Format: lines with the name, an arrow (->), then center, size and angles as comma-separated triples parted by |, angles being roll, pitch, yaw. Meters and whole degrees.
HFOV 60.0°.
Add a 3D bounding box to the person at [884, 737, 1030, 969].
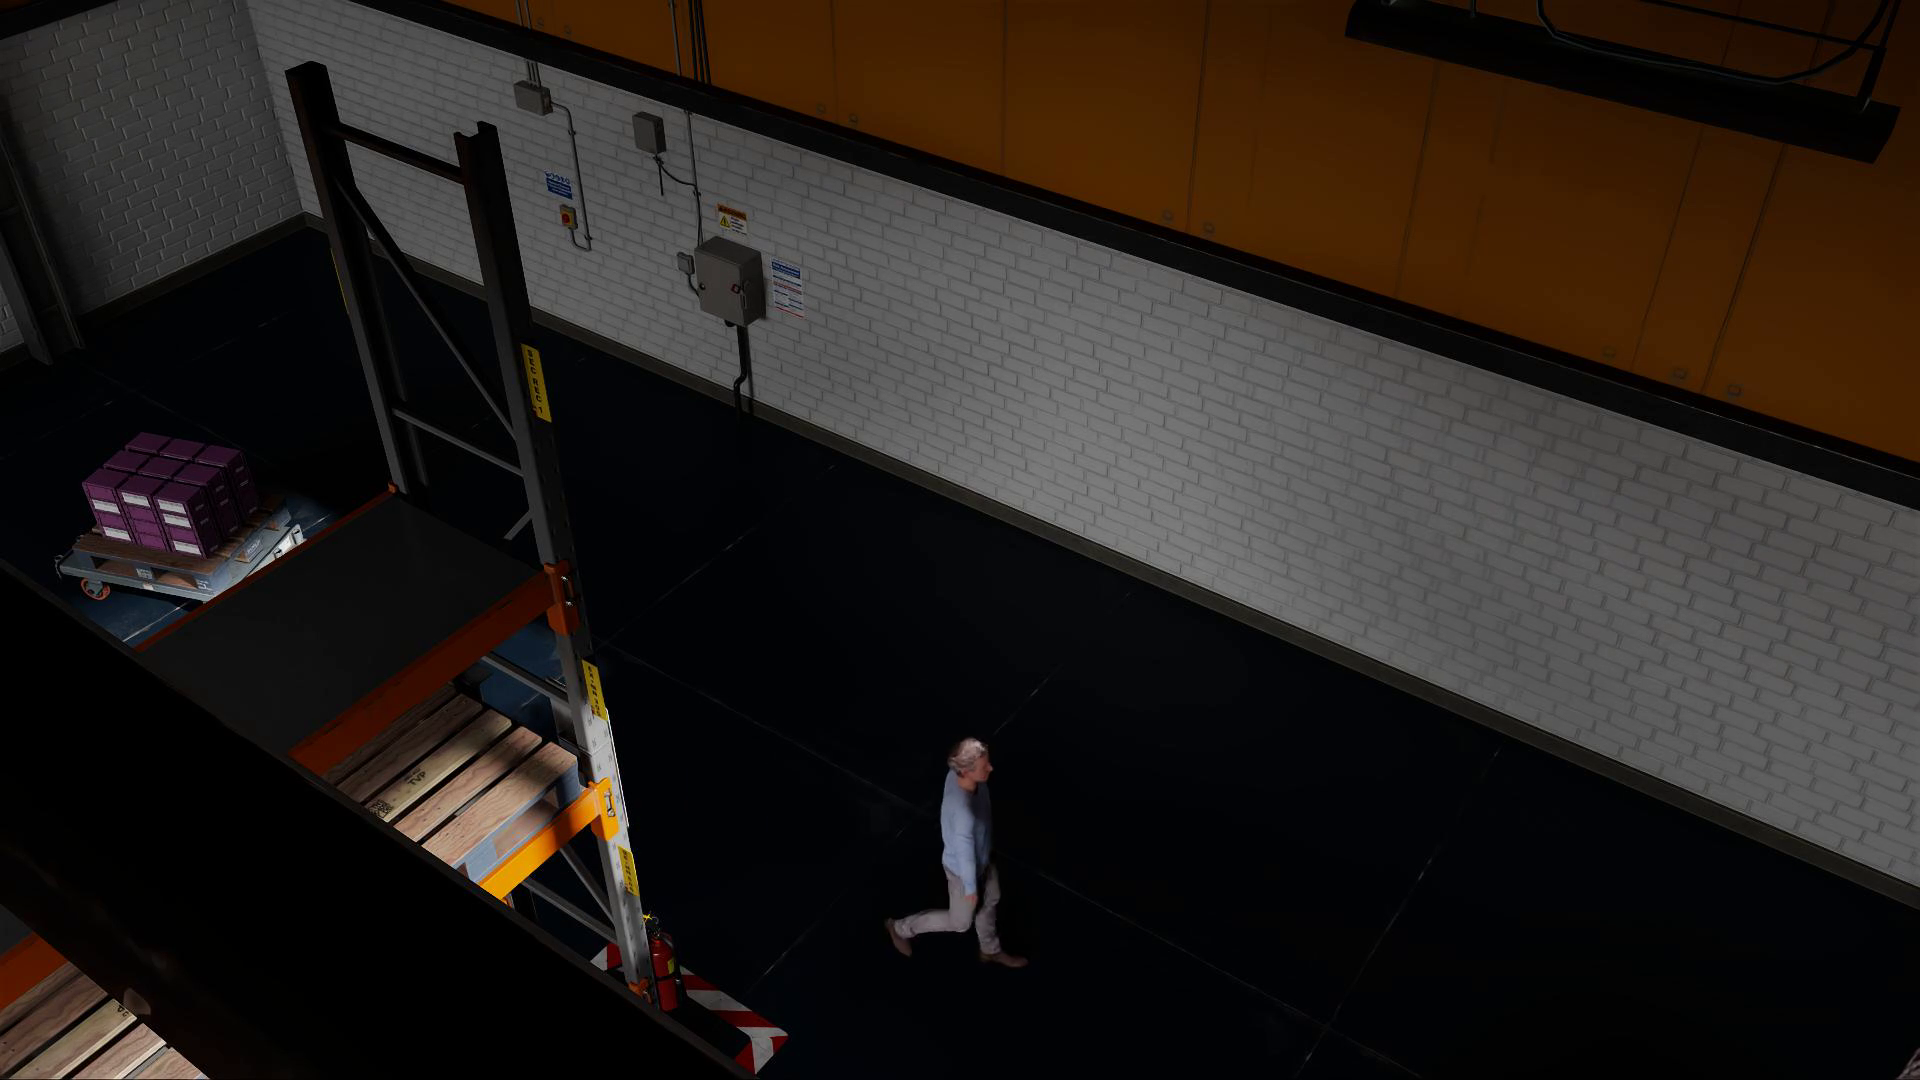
person -> -0.039, 1.870, 9.711 | 0.981, 1.872, 1.147 | 8, 39, 10
